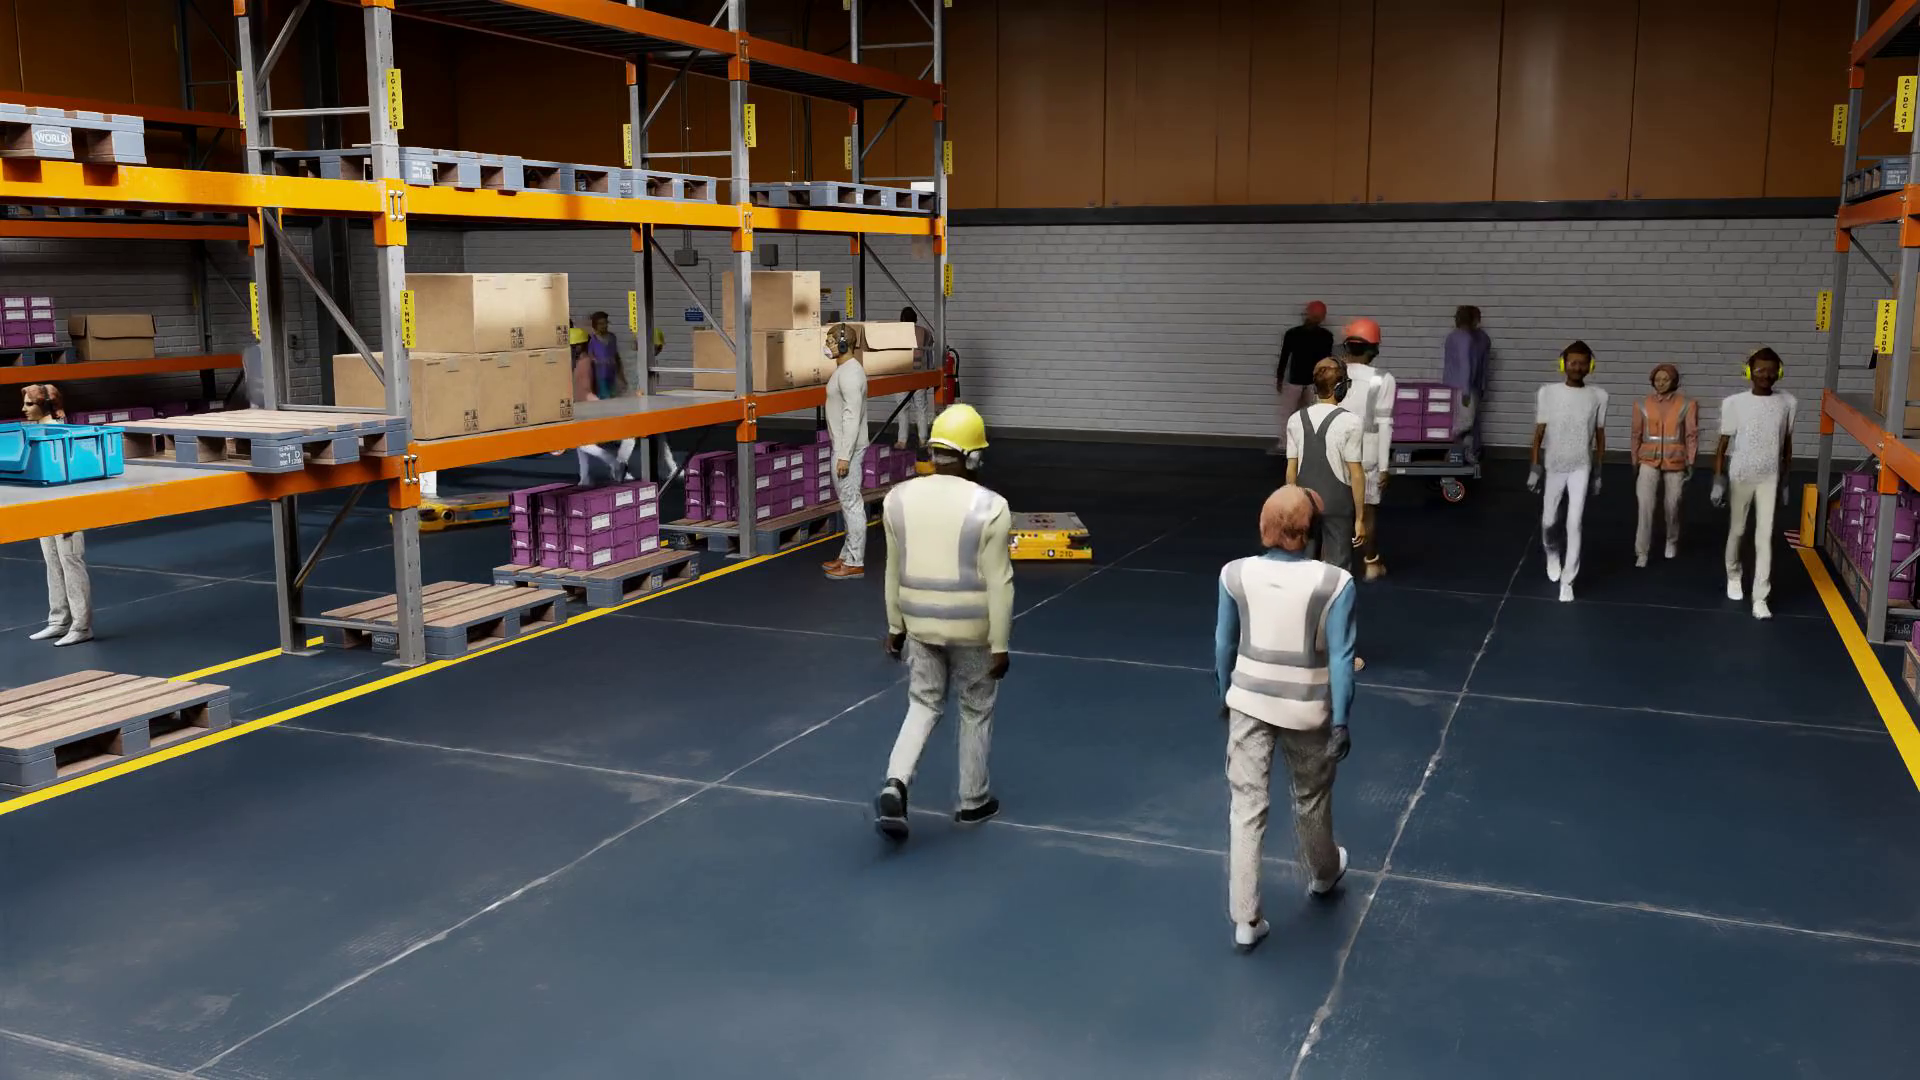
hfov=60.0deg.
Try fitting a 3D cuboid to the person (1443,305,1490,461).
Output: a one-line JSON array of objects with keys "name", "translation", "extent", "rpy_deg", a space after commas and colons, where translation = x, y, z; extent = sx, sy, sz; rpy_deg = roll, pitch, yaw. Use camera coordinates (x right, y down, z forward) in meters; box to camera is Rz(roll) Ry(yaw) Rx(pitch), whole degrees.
[{"name": "person", "translation": [5.925, -1.814, 19.641], "extent": [0.652, 1.906, 0.402], "rpy_deg": [-5, 10, -26]}]

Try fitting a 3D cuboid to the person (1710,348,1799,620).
[{"name": "person", "translation": [5.464, -0.421, 11.493], "extent": [0.530, 1.826, 0.990], "rpy_deg": [3, 10, 15]}]

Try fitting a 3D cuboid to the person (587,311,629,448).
[{"name": "person", "translation": [-4.722, -2.087, 21.644], "extent": [0.949, 1.794, 0.586], "rpy_deg": [4, 10, 24]}]

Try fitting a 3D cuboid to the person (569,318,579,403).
[{"name": "person", "translation": [-5.623, -2.368, 23.840], "extent": [0.513, 1.637, 0.292], "rpy_deg": [-5, 11, -29]}]

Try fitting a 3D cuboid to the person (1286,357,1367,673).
[{"name": "person", "translation": [2.131, -0.139, 9.673], "extent": [0.505, 1.847, 0.344], "rpy_deg": [9, 13, 42]}]

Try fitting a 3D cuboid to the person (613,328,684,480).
[{"name": "person", "translation": [-3.442, -1.490, 18.352], "extent": [0.872, 1.674, 0.565], "rpy_deg": [-3, 10, -18]}]

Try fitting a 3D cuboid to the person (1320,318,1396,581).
[{"name": "person", "translation": [2.891, -0.627, 12.210], "extent": [0.623, 1.994, 1.032], "rpy_deg": [7, 11, 34]}]

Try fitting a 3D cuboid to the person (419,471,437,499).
[{"name": "person", "translation": [-5.439, -1.304, 16.617], "extent": [0.355, 1.884, 0.575], "rpy_deg": [-7, 12, -37]}]

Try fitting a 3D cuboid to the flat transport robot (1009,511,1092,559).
[{"name": "flat transport robot", "translation": [0.695, -0.053, 13.914], "extent": [0.652, 0.197, 1.431], "rpy_deg": [0, 9, -2]}]

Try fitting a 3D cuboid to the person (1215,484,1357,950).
[{"name": "person", "translation": [1.172, 0.595, 5.948], "extent": [0.544, 1.592, 0.835], "rpy_deg": [5, 11, 28]}]

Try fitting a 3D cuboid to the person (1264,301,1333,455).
[{"name": "person", "translation": [4.185, -1.969, 20.503], "extent": [0.794, 1.948, 0.503], "rpy_deg": [2, 10, 15]}]

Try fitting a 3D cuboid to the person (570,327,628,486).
[{"name": "person", "translation": [-3.809, -1.335, 17.223], "extent": [0.547, 1.741, 0.536], "rpy_deg": [-4, 10, -21]}]

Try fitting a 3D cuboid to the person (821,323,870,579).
[{"name": "person", "translation": [-0.873, -0.674, 12.638], "extent": [0.373, 1.940, 0.630], "rpy_deg": [-1, 9, -6]}]

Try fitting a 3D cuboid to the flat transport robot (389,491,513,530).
[{"name": "flat transport robot", "translation": [-4.442, -0.290, 15.350], "extent": [1.431, 0.197, 0.652], "rpy_deg": [-9, 13, -42]}]

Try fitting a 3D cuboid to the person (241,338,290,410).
[{"name": "person", "translation": [-7.719, -1.570, 18.562], "extent": [0.604, 1.789, 0.954], "rpy_deg": [1, 9, 9]}]

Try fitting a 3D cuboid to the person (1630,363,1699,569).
[{"name": "person", "translation": [5.598, -0.609, 13.240], "extent": [0.510, 1.605, 0.826], "rpy_deg": [5, 11, 27]}]

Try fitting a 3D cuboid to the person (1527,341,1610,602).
[{"name": "person", "translation": [4.387, -0.524, 12.022], "extent": [0.522, 1.847, 0.851], "rpy_deg": [3, 10, 20]}]

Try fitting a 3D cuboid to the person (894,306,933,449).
[{"name": "person", "translation": [-0.655, -2.096, 21.545], "extent": [0.624, 1.845, 0.430], "rpy_deg": [-3, 10, -20]}]

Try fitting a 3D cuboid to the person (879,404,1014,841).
[{"name": "person", "translation": [-0.062, 0.350, 6.816], "extent": [0.602, 1.809, 0.700], "rpy_deg": [5, 10, 27]}]

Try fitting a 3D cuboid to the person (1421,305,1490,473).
[{"name": "person", "translation": [5.710, -1.720, 19.005], "extent": [0.710, 1.922, 0.640], "rpy_deg": [3, 10, 17]}]

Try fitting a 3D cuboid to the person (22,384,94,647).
[{"name": "person", "translation": [-5.657, -0.157, 10.403], "extent": [0.515, 1.641, 0.314], "rpy_deg": [8, 12, 39]}]
